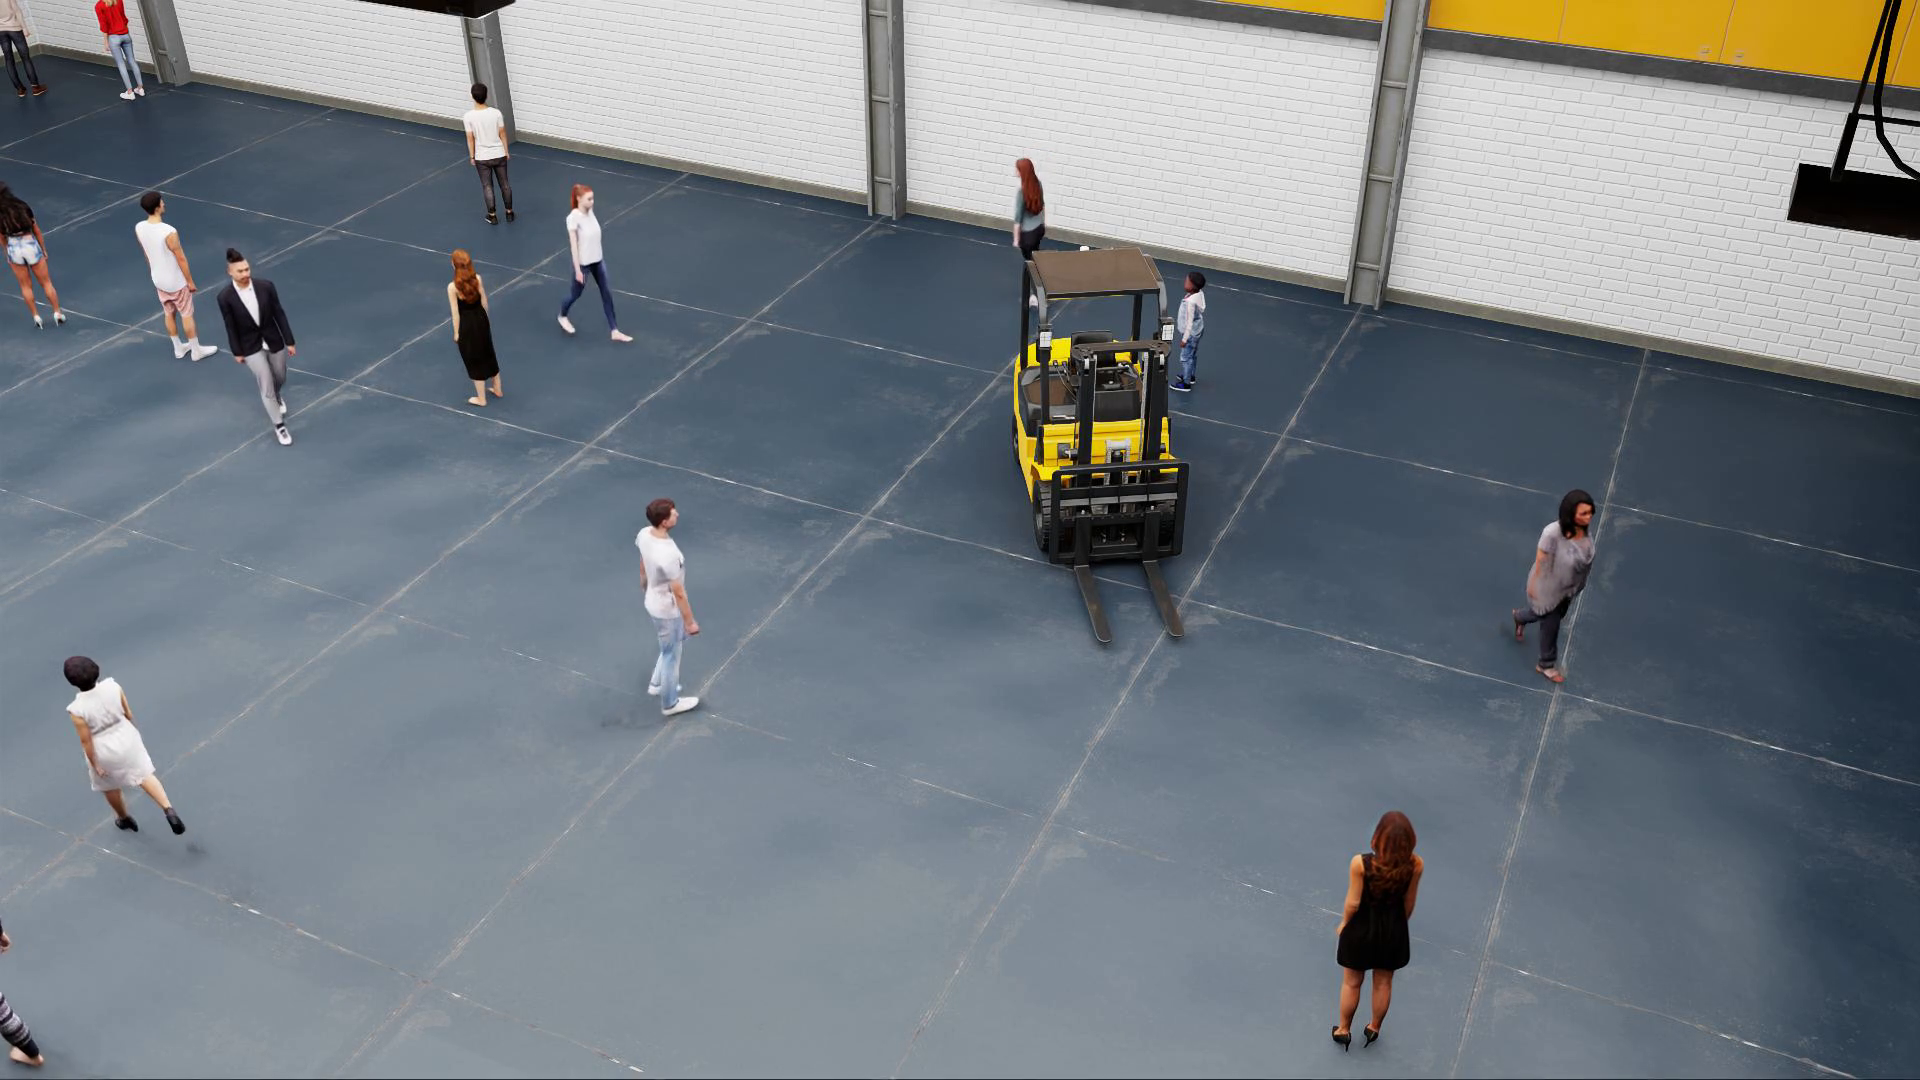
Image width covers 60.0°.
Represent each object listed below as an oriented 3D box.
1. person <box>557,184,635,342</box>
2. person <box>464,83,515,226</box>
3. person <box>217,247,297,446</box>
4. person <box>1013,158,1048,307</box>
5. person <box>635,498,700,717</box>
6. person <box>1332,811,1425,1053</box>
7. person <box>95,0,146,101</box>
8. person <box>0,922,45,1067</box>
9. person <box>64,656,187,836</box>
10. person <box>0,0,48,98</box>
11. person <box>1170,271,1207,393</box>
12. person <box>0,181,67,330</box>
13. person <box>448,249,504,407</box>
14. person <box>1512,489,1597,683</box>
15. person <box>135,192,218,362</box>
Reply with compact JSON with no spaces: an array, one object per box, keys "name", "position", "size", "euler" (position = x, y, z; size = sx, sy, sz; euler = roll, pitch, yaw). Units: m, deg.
[{"name":"person","position":[-3.993,-2.888,17.437],"size":[1.167,1.690,0.594],"euler":[16,37,23]},{"name":"person","position":[-5.687,-4.675,20.096],"size":[0.703,1.722,0.742],"euler":[-15,36,-21]},{"name":"person","position":[-6.641,-1.910,15.750],"size":[1.063,1.930,1.227],"euler":[-22,39,-29]},{"name":"person","position":[0.797,-3.317,18.052],"size":[0.704,1.724,0.698],"euler":[-29,43,-36]},{"name":"person","position":[-2.233,0.525,12.164],"size":[0.855,1.843,0.773],"euler":[-16,37,-23]},{"name":"person","position":[2.383,2.260,9.561],"size":[0.603,1.834,0.717],"euler":[-1,34,-1]},{"name":"person","position":[-12.112,-7.218,23.938],"size":[0.510,1.705,0.621],"euler":[16,37,23]},{"name":"person","position":[-5.628,2.384,9.499],"size":[0.990,1.697,0.601],"euler":[14,36,20]},{"name":"person","position":[-5.595,1.416,11.103],"size":[0.917,1.534,0.637],"euler":[20,38,27]},{"name":"person","position":[-13.720,-7.350,23.990],"size":[0.697,1.868,0.805],"euler":[-4,34,-6]},{"name":"person","position":[2.310,-2.105,16.647],"size":[0.481,1.261,0.474],"euler":[15,36,21]},{"name":"person","position":[-9.944,-3.024,17.704],"size":[0.680,1.620,0.740],"euler":[-11,35,-17]},{"name":"person","position":[-4.765,-2.081,16.283],"size":[0.633,1.624,0.628],"euler":[24,41,32]},{"name":"person","position":[4.537,0.276,12.769],"size":[0.933,1.588,1.047],"euler":[-17,37,-24]},{"name":"person","position":[-8.111,-2.694,17.059],"size":[0.506,1.786,0.716],"euler":[12,35,17]}]
